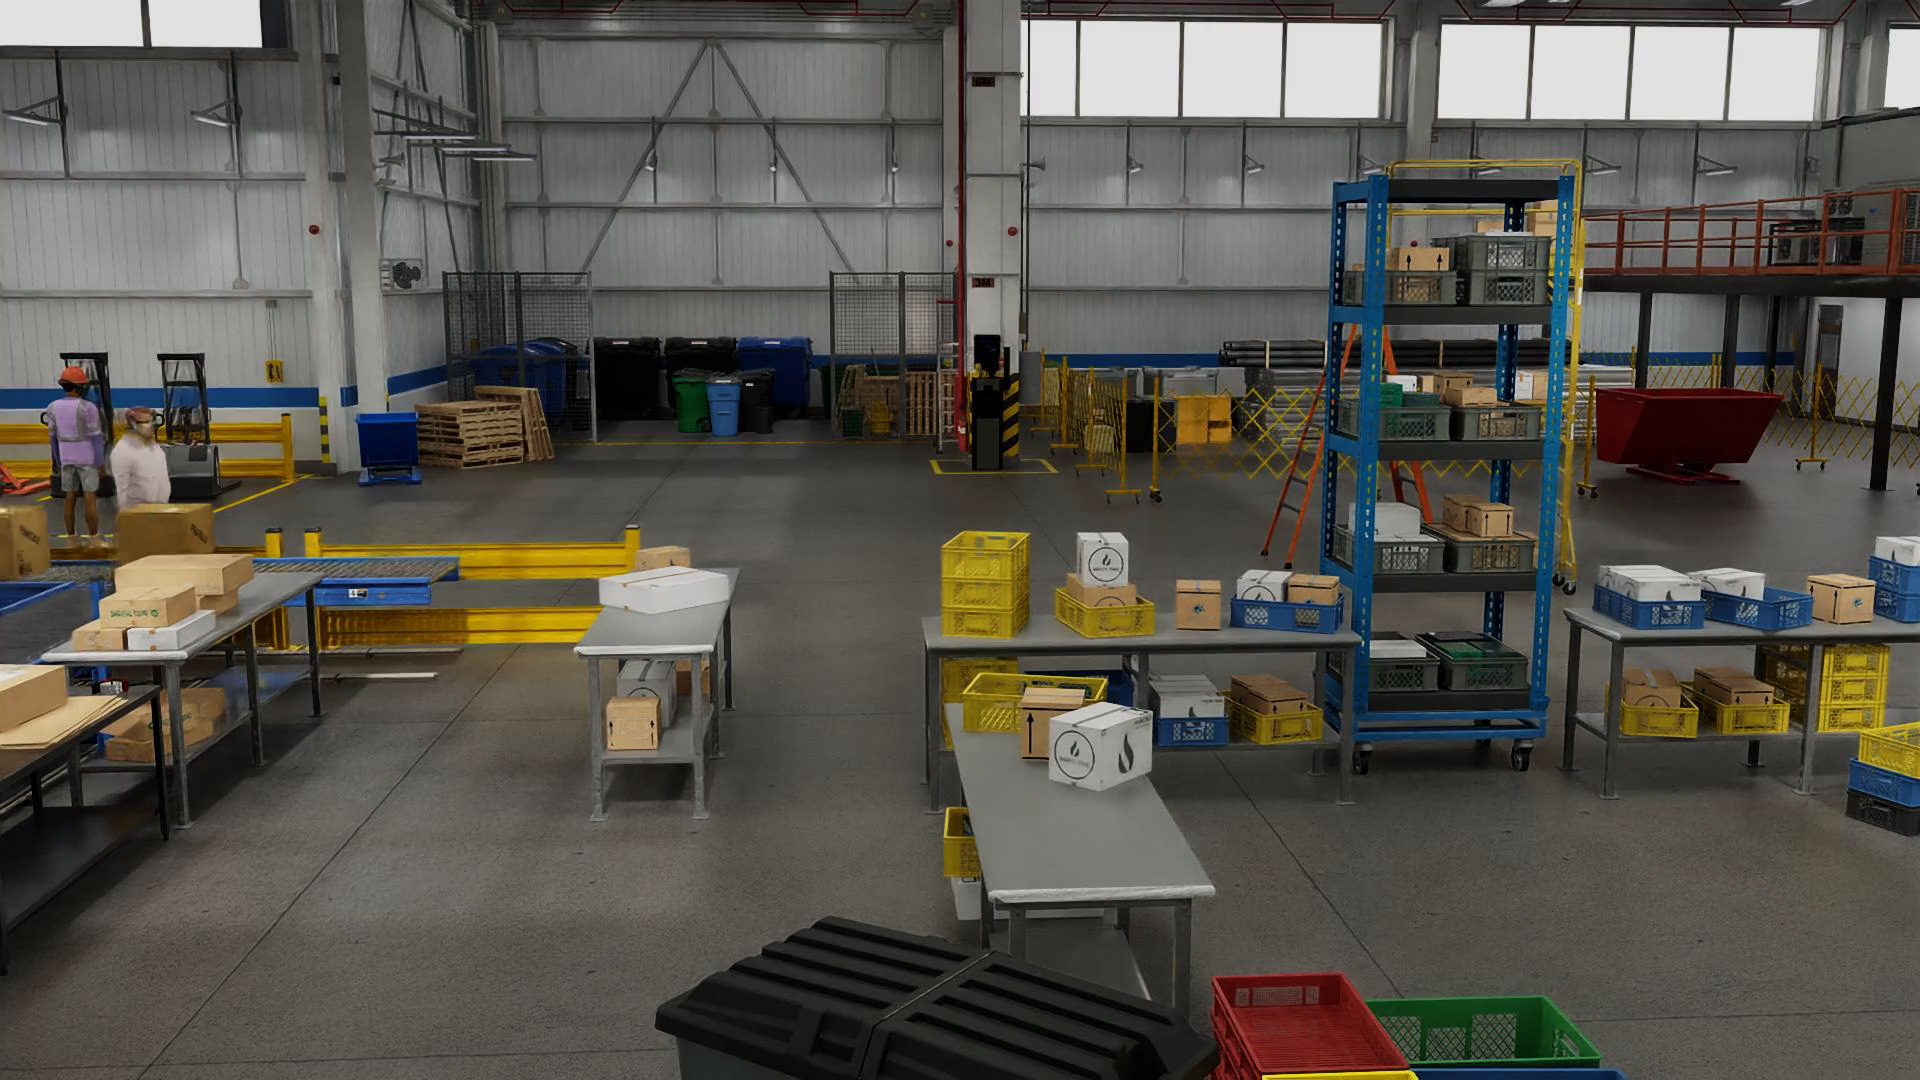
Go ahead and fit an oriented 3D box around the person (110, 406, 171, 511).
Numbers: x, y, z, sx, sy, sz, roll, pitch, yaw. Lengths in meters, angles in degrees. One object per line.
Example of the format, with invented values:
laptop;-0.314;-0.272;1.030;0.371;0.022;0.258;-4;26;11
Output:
person;-7.285;-0.252;14.780;0.616;1.889;0.649;1;9;7

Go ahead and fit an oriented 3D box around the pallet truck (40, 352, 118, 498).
pallet truck;-11.907;-1.642;23.165;0.823;1.965;1.885;0;9;0

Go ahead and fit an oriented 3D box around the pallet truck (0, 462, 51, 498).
pallet truck;-13.193;-1.293;23.148;0.653;1.274;1.630;-1;9;-4

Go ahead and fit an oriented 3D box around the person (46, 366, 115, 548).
person;-9.653;-0.881;18.242;0.607;2.044;0.374;1;9;9

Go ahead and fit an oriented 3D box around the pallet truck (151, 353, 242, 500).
pallet truck;-10.520;-1.604;22.925;0.823;1.965;1.885;-1;9;-6
